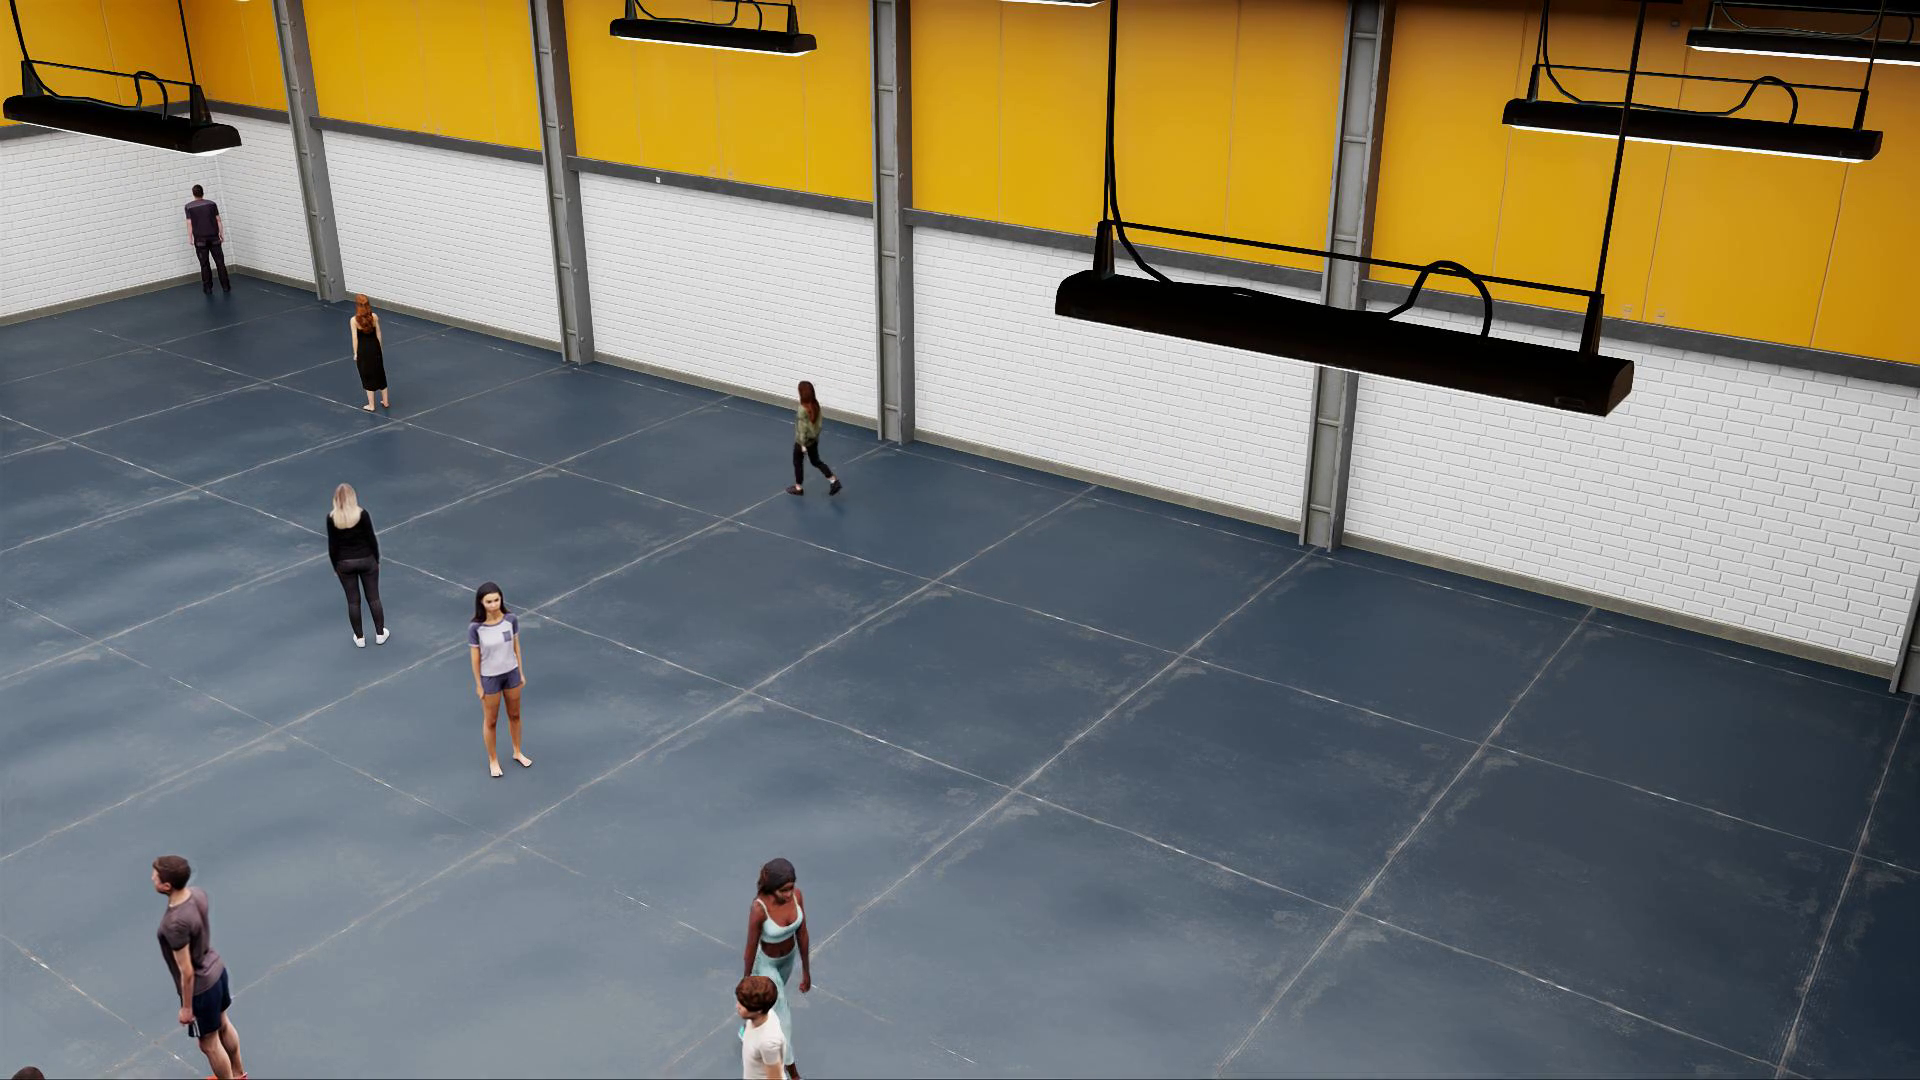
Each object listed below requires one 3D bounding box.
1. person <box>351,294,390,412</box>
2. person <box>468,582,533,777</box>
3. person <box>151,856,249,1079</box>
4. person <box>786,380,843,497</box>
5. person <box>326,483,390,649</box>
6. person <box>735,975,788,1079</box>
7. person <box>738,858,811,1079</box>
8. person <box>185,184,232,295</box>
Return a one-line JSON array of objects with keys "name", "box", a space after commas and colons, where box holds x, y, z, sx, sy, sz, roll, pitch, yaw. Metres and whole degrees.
[{"name": "person", "box": [-8.091, -2.577, 22.771, 0.609, 1.625, 0.618, -22, 32, -40]}, {"name": "person", "box": [-3.907, 1.156, 14.096, 0.643, 1.734, 0.614, -16, 28, -33]}, {"name": "person", "box": [-4.708, 2.748, 10.307, 0.771, 1.851, 0.724, -3, 24, -7]}, {"name": "person", "box": [-1.742, -1.183, 19.793, 0.966, 1.455, 0.652, 12, 26, 25]}, {"name": "person", "box": [-5.894, 0.248, 16.232, 0.690, 1.685, 0.733, -6, 24, -14]}, {"name": "person", "box": [-1.109, 3.186, 9.551, 0.723, 1.654, 0.638, -9, 25, -20]}, {"name": "person", "box": [-1.222, 2.707, 10.615, 0.718, 1.679, 1.110, -20, 30, -38]}, {"name": "person", "box": [-12.847, -5.146, 28.373, 0.798, 1.845, 0.764, -12, 27, -26]}]
